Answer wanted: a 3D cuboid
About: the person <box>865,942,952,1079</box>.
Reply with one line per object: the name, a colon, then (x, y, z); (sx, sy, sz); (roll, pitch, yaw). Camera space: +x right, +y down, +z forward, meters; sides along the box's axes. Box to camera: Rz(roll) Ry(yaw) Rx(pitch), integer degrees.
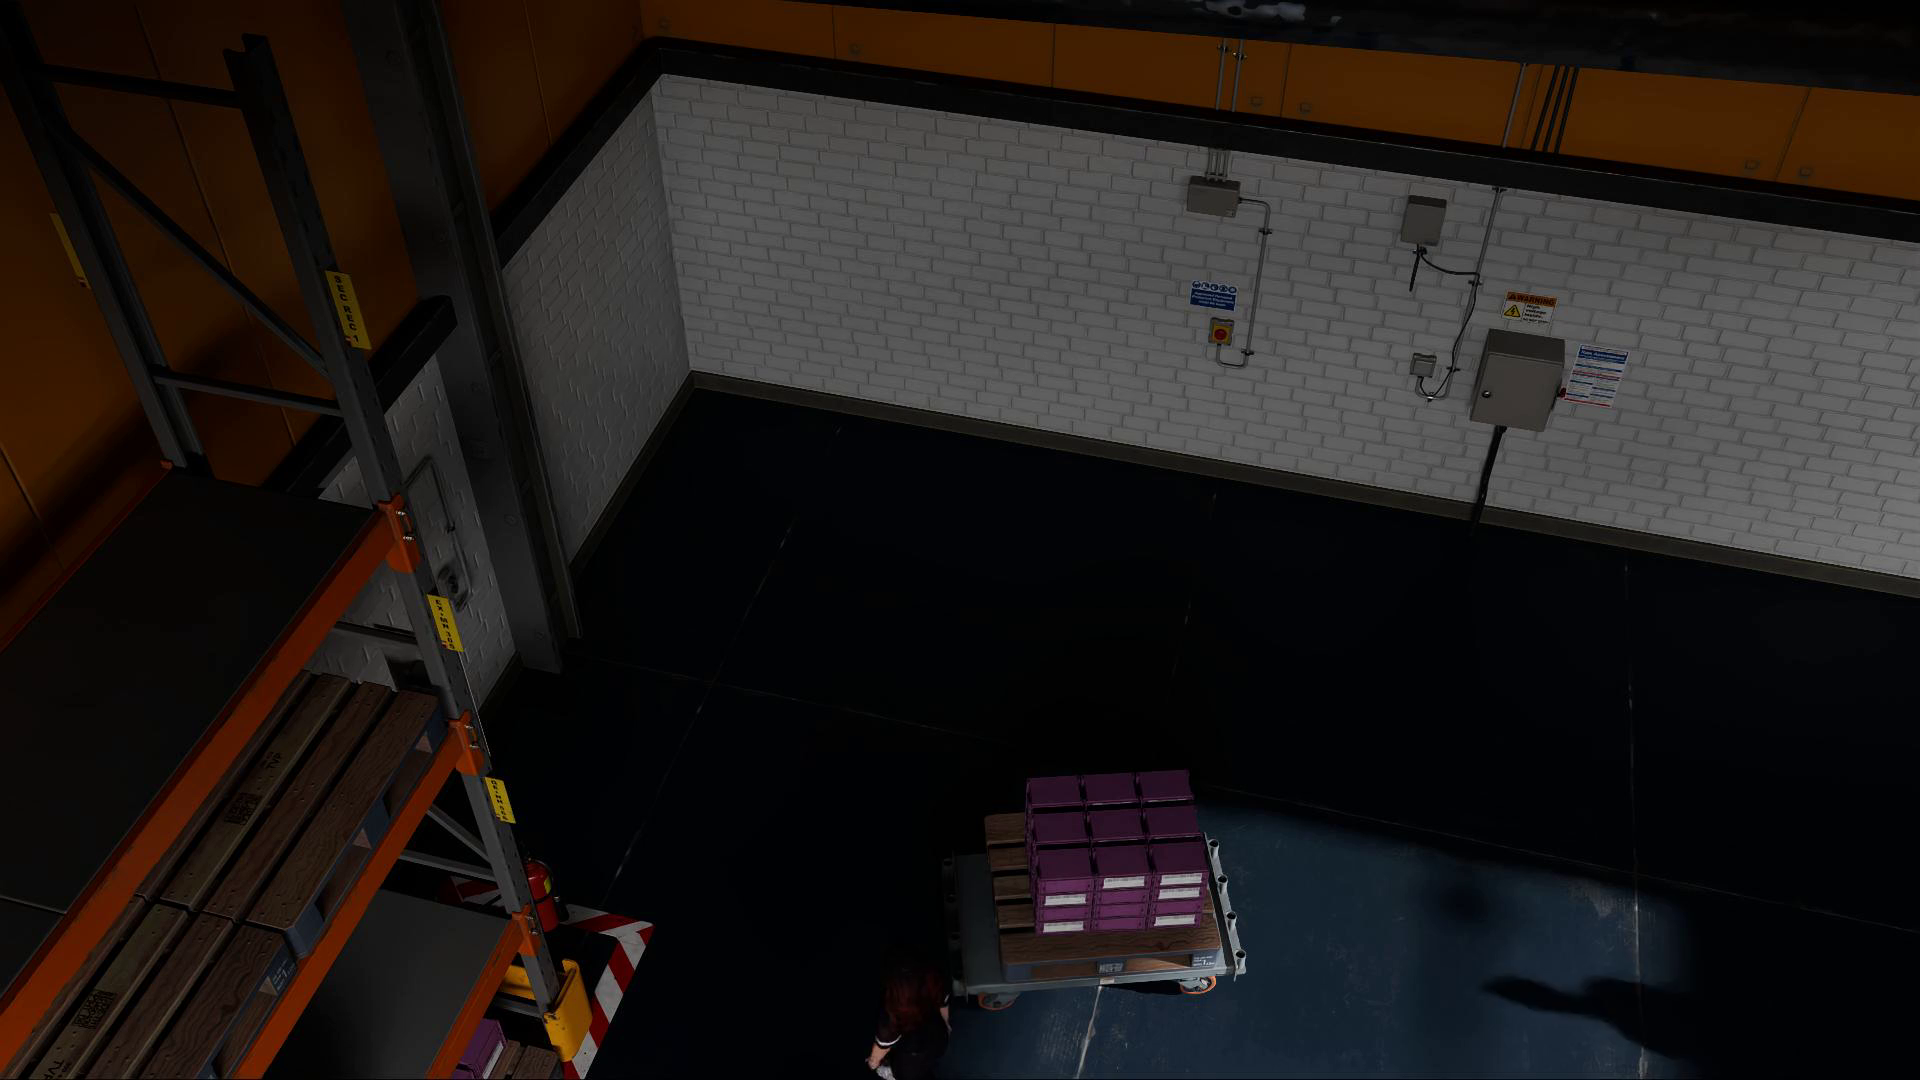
person: (-0.171, 2.581, 8.382); (0.864, 1.625, 0.869); (31, 51, 28)
